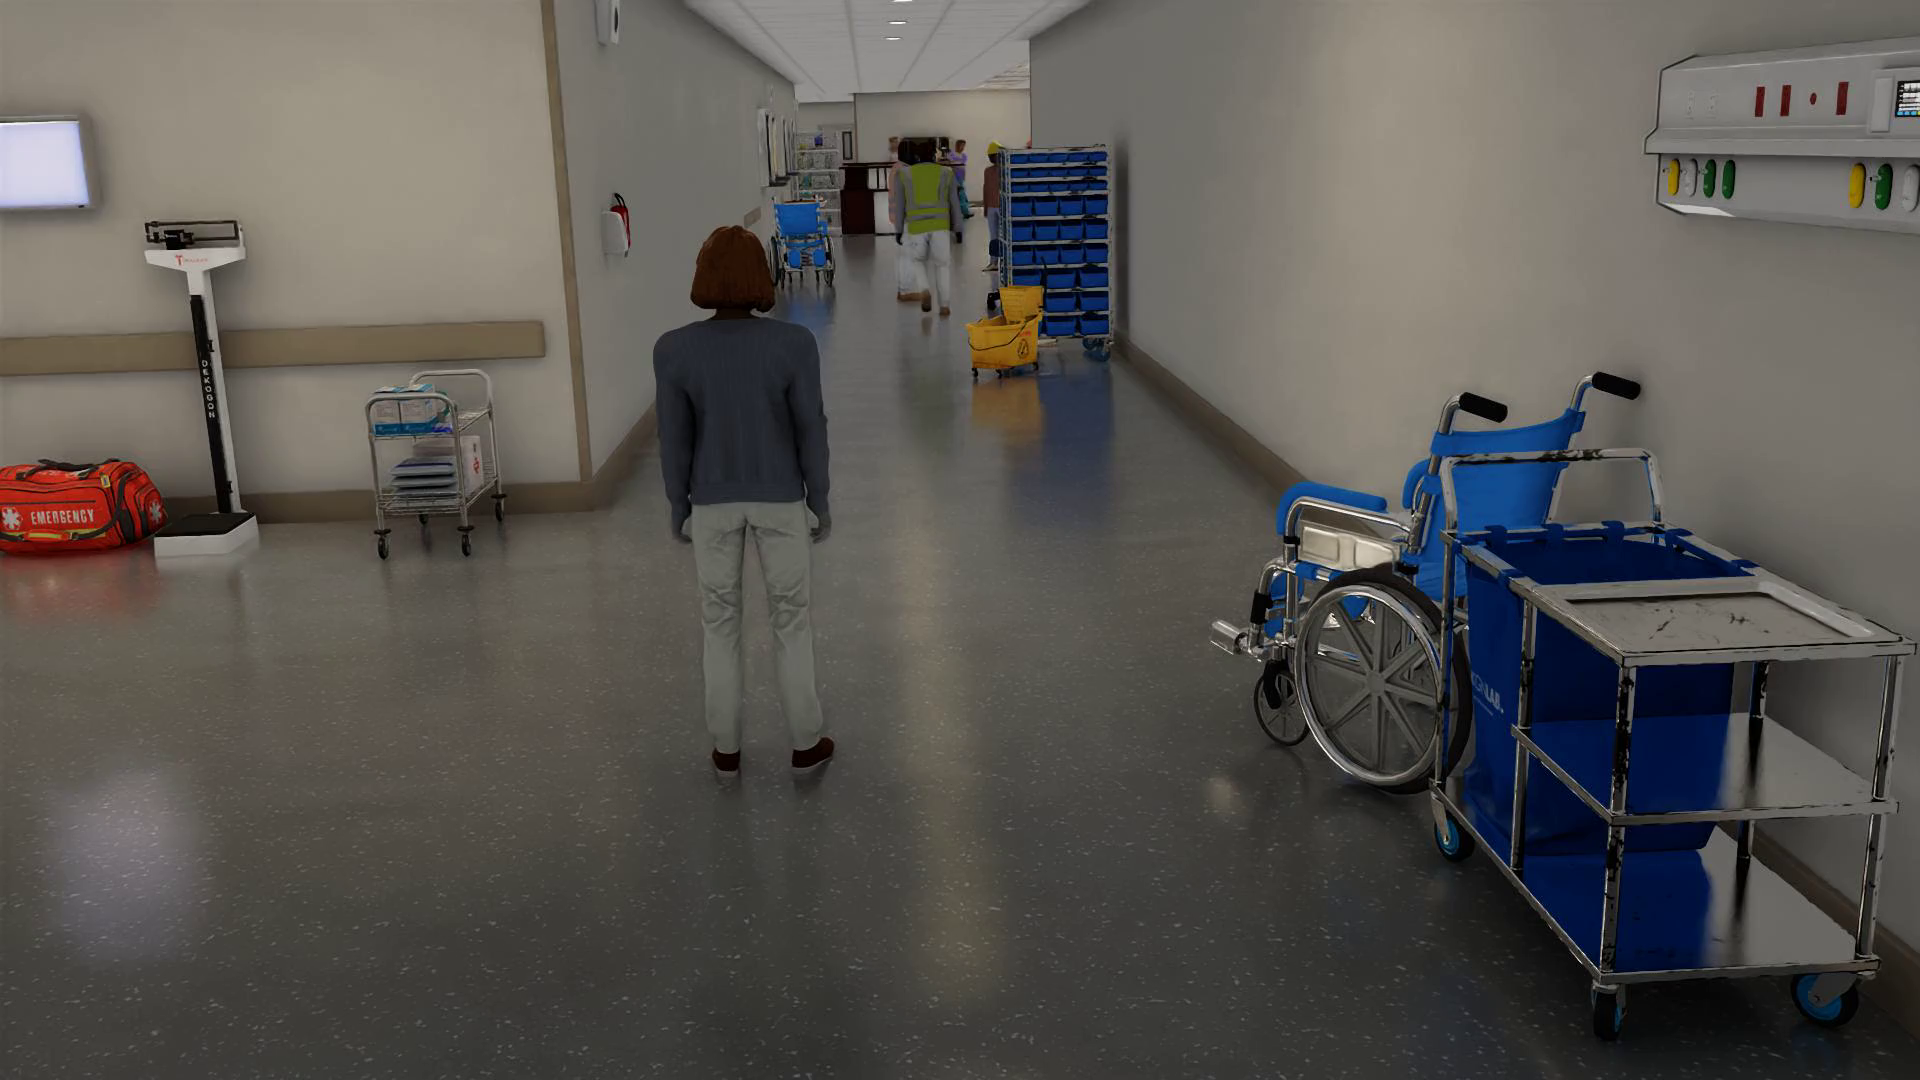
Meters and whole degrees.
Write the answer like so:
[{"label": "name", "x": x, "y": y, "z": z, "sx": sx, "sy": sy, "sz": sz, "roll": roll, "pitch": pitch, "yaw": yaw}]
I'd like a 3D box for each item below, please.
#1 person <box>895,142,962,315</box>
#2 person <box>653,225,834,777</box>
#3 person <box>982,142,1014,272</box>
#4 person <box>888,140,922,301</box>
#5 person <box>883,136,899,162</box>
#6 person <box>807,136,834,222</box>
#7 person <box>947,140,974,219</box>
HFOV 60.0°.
[{"label": "person", "x": -0.329, "y": -3.278, "z": 17.570, "sx": 0.720, "sy": 1.814, "sz": 0.435, "roll": -1, "pitch": 14, "yaw": 1}, {"label": "person", "x": -0.624, "y": -0.098, "z": 4.908, "sx": 0.497, "sy": 1.634, "sz": 0.279, "roll": -1, "pitch": 14, "yaw": 2}, {"label": "person", "x": 0.523, "y": -4.589, "z": 22.956, "sx": 0.527, "sy": 1.768, "sz": 0.331, "roll": 11, "pitch": 18, "yaw": 41}, {"label": "person", "x": -0.600, "y": -3.683, "z": 19.238, "sx": 0.431, "sy": 1.836, "sz": 0.619, "roll": -5, "pitch": 14, "yaw": -14}, {"label": "person", "x": -1.561, "y": -8.688, "z": 39.776, "sx": 0.624, "sy": 1.893, "sz": 0.659, "roll": 8, "pitch": 17, "yaw": 35}, {"label": "person", "x": -3.169, "y": -8.220, "z": 37.957, "sx": 0.606, "sy": 1.940, "sz": 0.419, "roll": -1, "pitch": 14, "yaw": 4}, {"label": "person", "x": -0.064, "y": -8.202, "z": 37.858, "sx": 0.604, "sy": 1.774, "sz": 1.000, "roll": -10, "pitch": 16, "yaw": -32}]
